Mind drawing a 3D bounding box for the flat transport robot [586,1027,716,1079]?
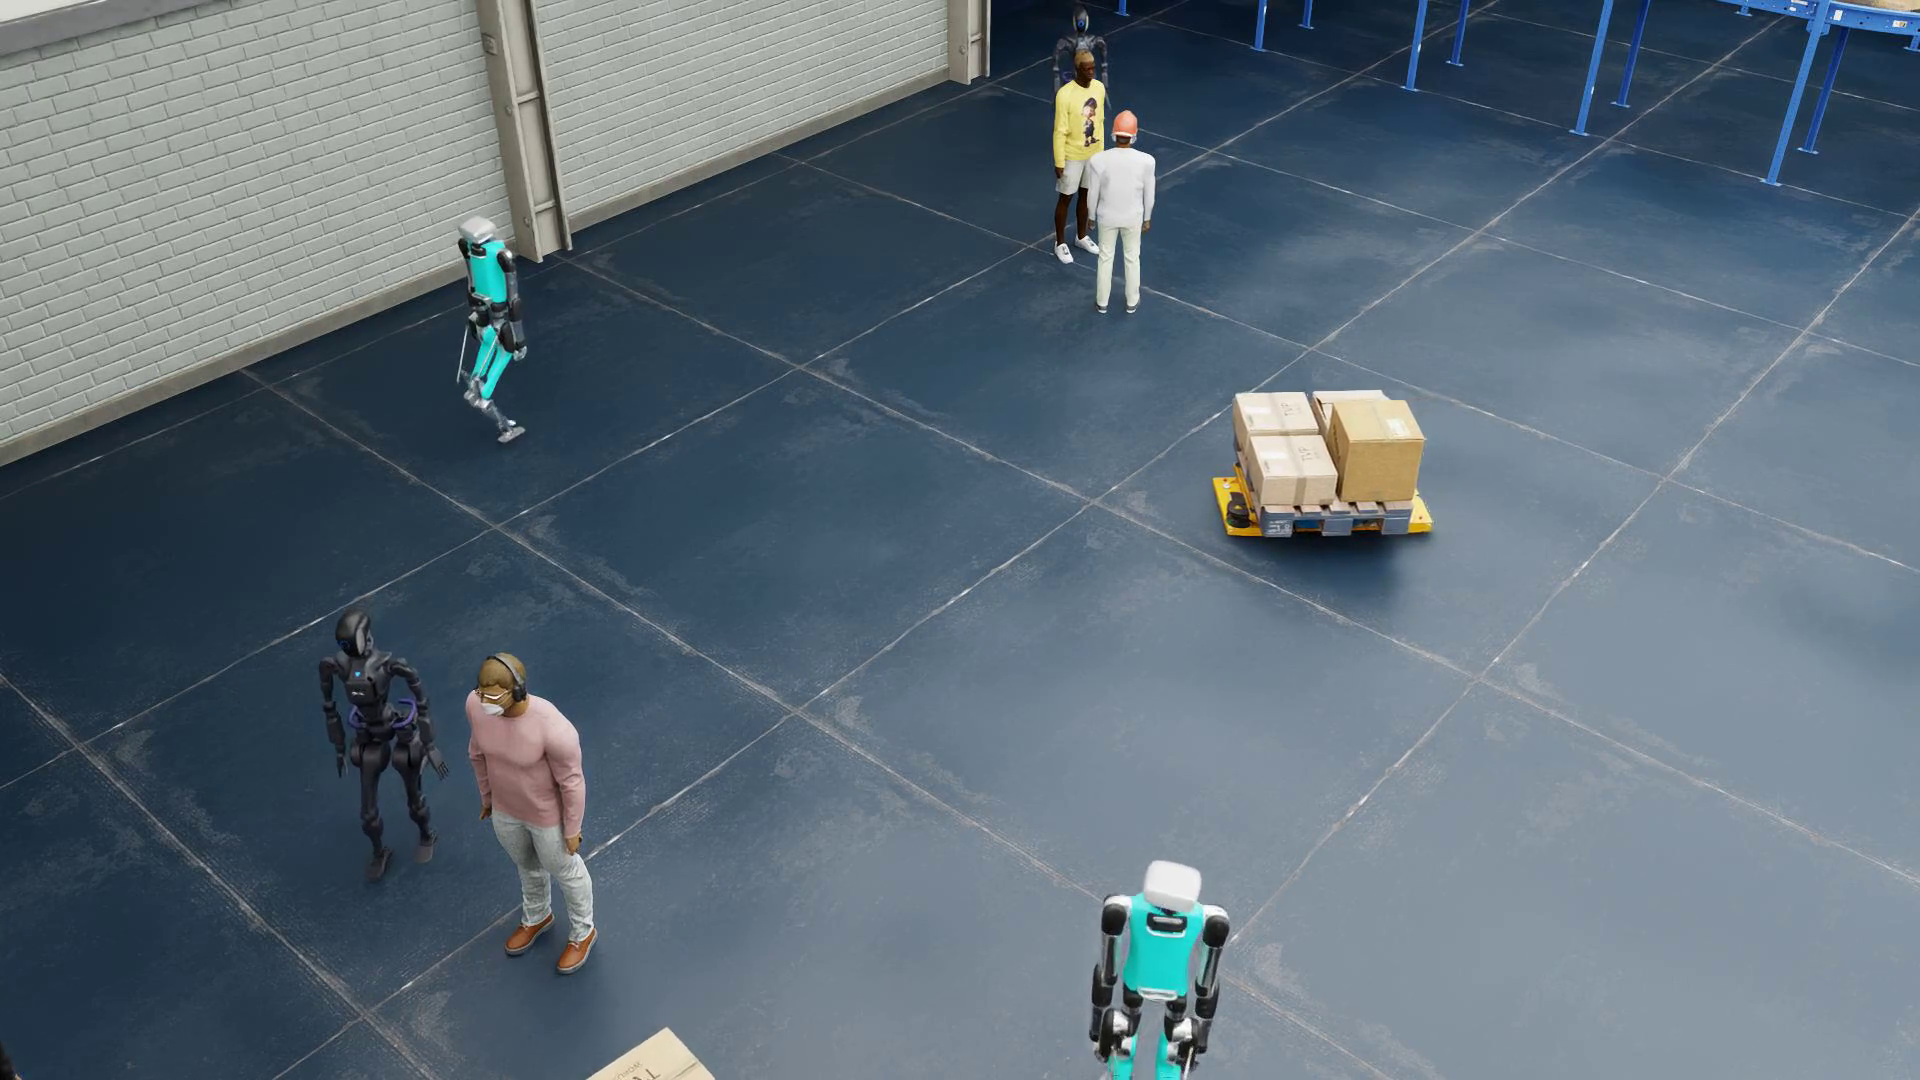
[{"bbox_3d":[-1.299,3.043,7.115,1.431,0.231,0.659,21,41,27],"label":"flat transport robot"}]

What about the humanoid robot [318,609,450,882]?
[{"bbox_3d":[-2.979,1.084,8.655,0.599,1.651,0.422,1,35,1],"label":"humanoid robot"}]

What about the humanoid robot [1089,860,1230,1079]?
[{"bbox_3d":[0.799,2.259,7.045,0.550,1.863,0.780,5,36,7],"label":"humanoid robot"}]

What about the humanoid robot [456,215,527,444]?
[{"bbox_3d":[-3.501,-1.433,12.138,0.547,1.803,0.662,23,41,29],"label":"humanoid robot"}]

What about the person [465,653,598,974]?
[{"bbox_3d":[-2.087,1.316,8.102,0.628,1.939,0.373,15,38,20],"label":"person"}]

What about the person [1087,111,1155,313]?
[{"bbox_3d":[1.339,-2.741,13.955,0.563,1.752,0.338,3,36,4],"label":"person"}]

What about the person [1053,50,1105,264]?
[{"bbox_3d":[1.059,-3.416,14.779,0.555,1.898,0.369,-22,41,-28],"label":"person"}]

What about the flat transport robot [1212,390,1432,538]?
[{"bbox_3d":[2.559,-0.295,11.801,1.431,0.231,0.659,-1,35,-2],"label":"flat transport robot"}]

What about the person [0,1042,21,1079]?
[{"bbox_3d":[-4.152,2.366,6.719,0.483,1.844,0.721,16,39,21],"label":"person"}]

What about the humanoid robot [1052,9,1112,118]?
[{"bbox_3d":[1.208,-4.384,16.359,0.603,1.632,0.741,-4,36,-5],"label":"humanoid robot"}]
